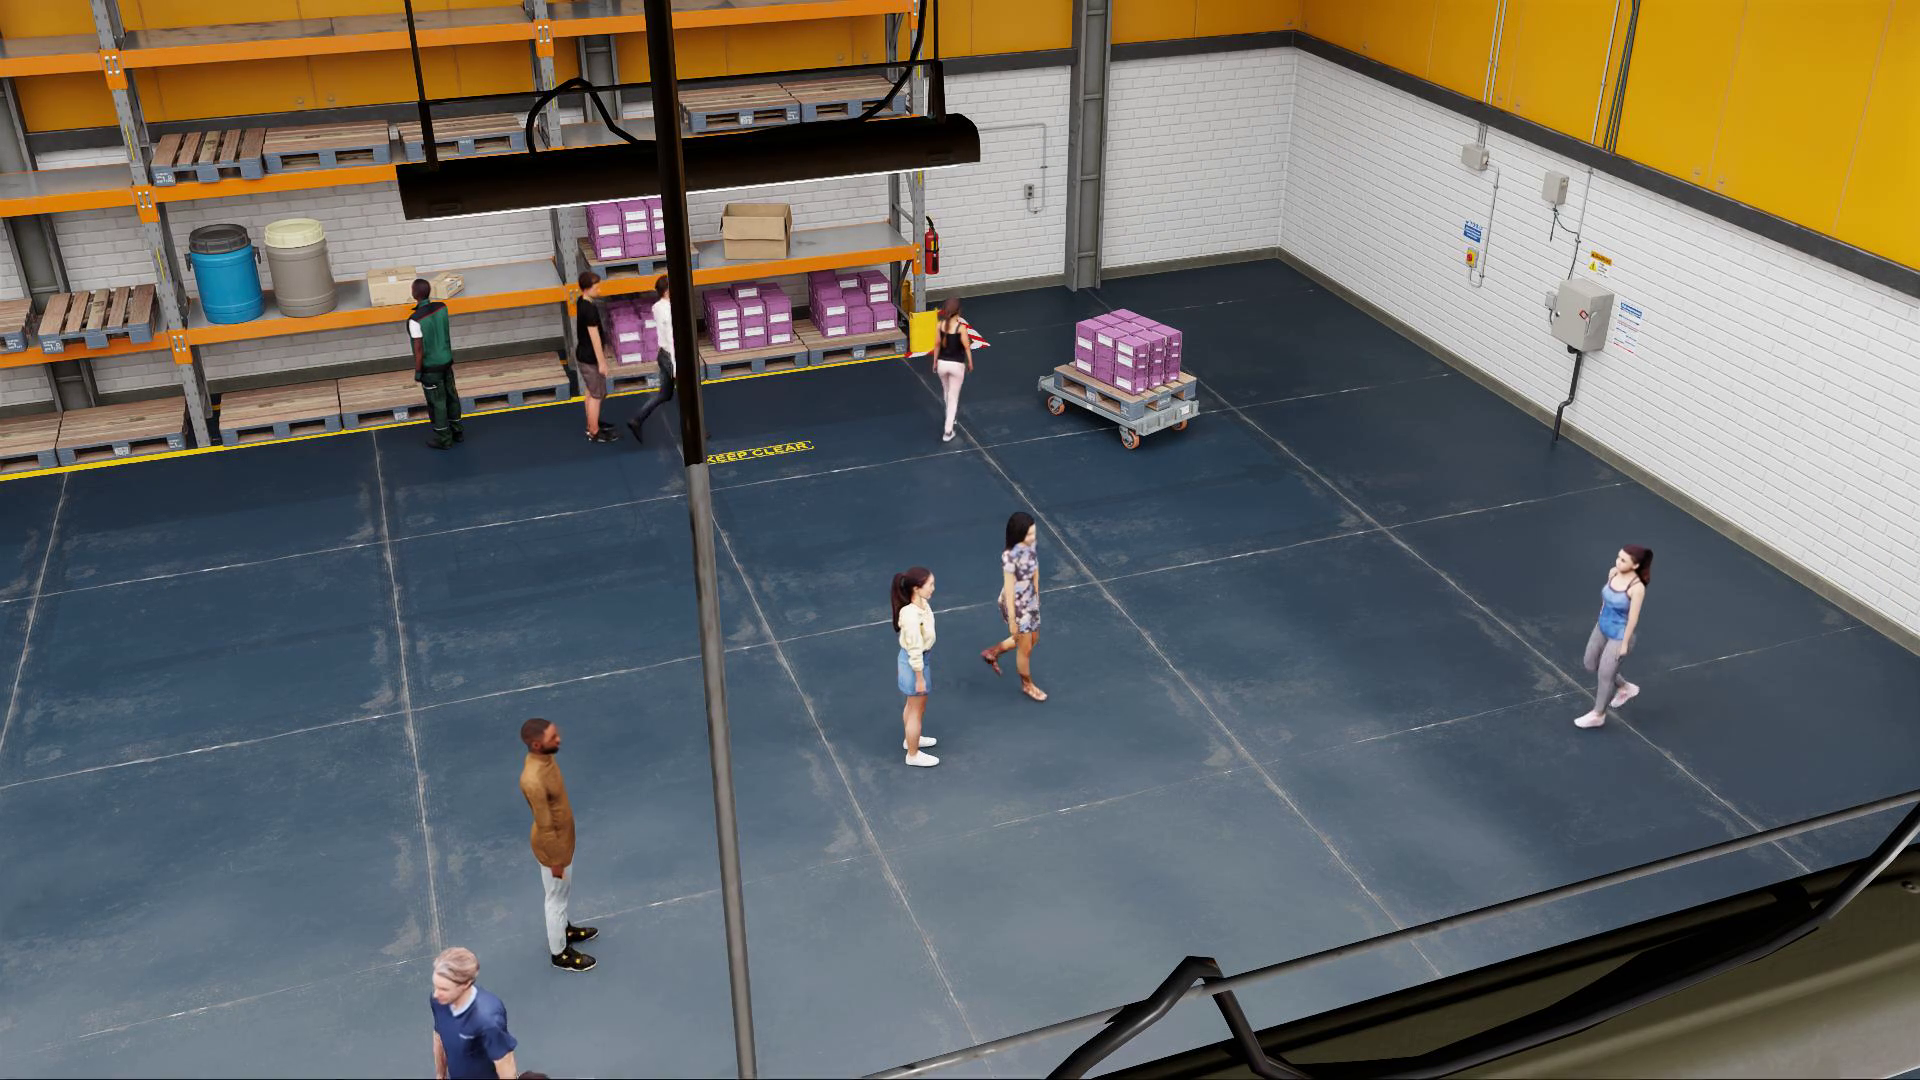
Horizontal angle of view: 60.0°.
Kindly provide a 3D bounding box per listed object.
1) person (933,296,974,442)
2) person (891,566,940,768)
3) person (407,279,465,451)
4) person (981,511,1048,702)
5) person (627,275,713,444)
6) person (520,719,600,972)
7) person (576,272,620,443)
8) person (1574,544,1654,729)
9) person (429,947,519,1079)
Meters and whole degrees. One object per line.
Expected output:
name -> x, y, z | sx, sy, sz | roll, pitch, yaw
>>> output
person -> -0.117, -1.768, 17.395 | 0.899, 1.536, 0.944 | 11, 31, 20
person -> -0.333, 0.922, 12.362 | 0.659, 1.633, 0.699 | -2, 29, -3
person -> -5.423, -1.825, 17.183 | 0.840, 1.839, 0.776 | 13, 31, 23
person -> 0.402, 0.510, 13.034 | 0.965, 1.714, 0.926 | 14, 32, 24
person -> -3.061, -1.813, 17.153 | 1.135, 1.848, 0.792 | -15, 32, -26
person -> -2.550, 1.882, 10.410 | 0.608, 1.817, 0.672 | -4, 29, -7
person -> -3.857, -1.913, 17.336 | 0.562, 1.848, 0.737 | -11, 30, -19
person -> 5.078, 0.722, 12.760 | 0.813, 1.602, 0.643 | -5, 29, -9
person -> -2.427, 2.803, 8.690 | 0.845, 1.847, 0.898 | 23, 36, 36
